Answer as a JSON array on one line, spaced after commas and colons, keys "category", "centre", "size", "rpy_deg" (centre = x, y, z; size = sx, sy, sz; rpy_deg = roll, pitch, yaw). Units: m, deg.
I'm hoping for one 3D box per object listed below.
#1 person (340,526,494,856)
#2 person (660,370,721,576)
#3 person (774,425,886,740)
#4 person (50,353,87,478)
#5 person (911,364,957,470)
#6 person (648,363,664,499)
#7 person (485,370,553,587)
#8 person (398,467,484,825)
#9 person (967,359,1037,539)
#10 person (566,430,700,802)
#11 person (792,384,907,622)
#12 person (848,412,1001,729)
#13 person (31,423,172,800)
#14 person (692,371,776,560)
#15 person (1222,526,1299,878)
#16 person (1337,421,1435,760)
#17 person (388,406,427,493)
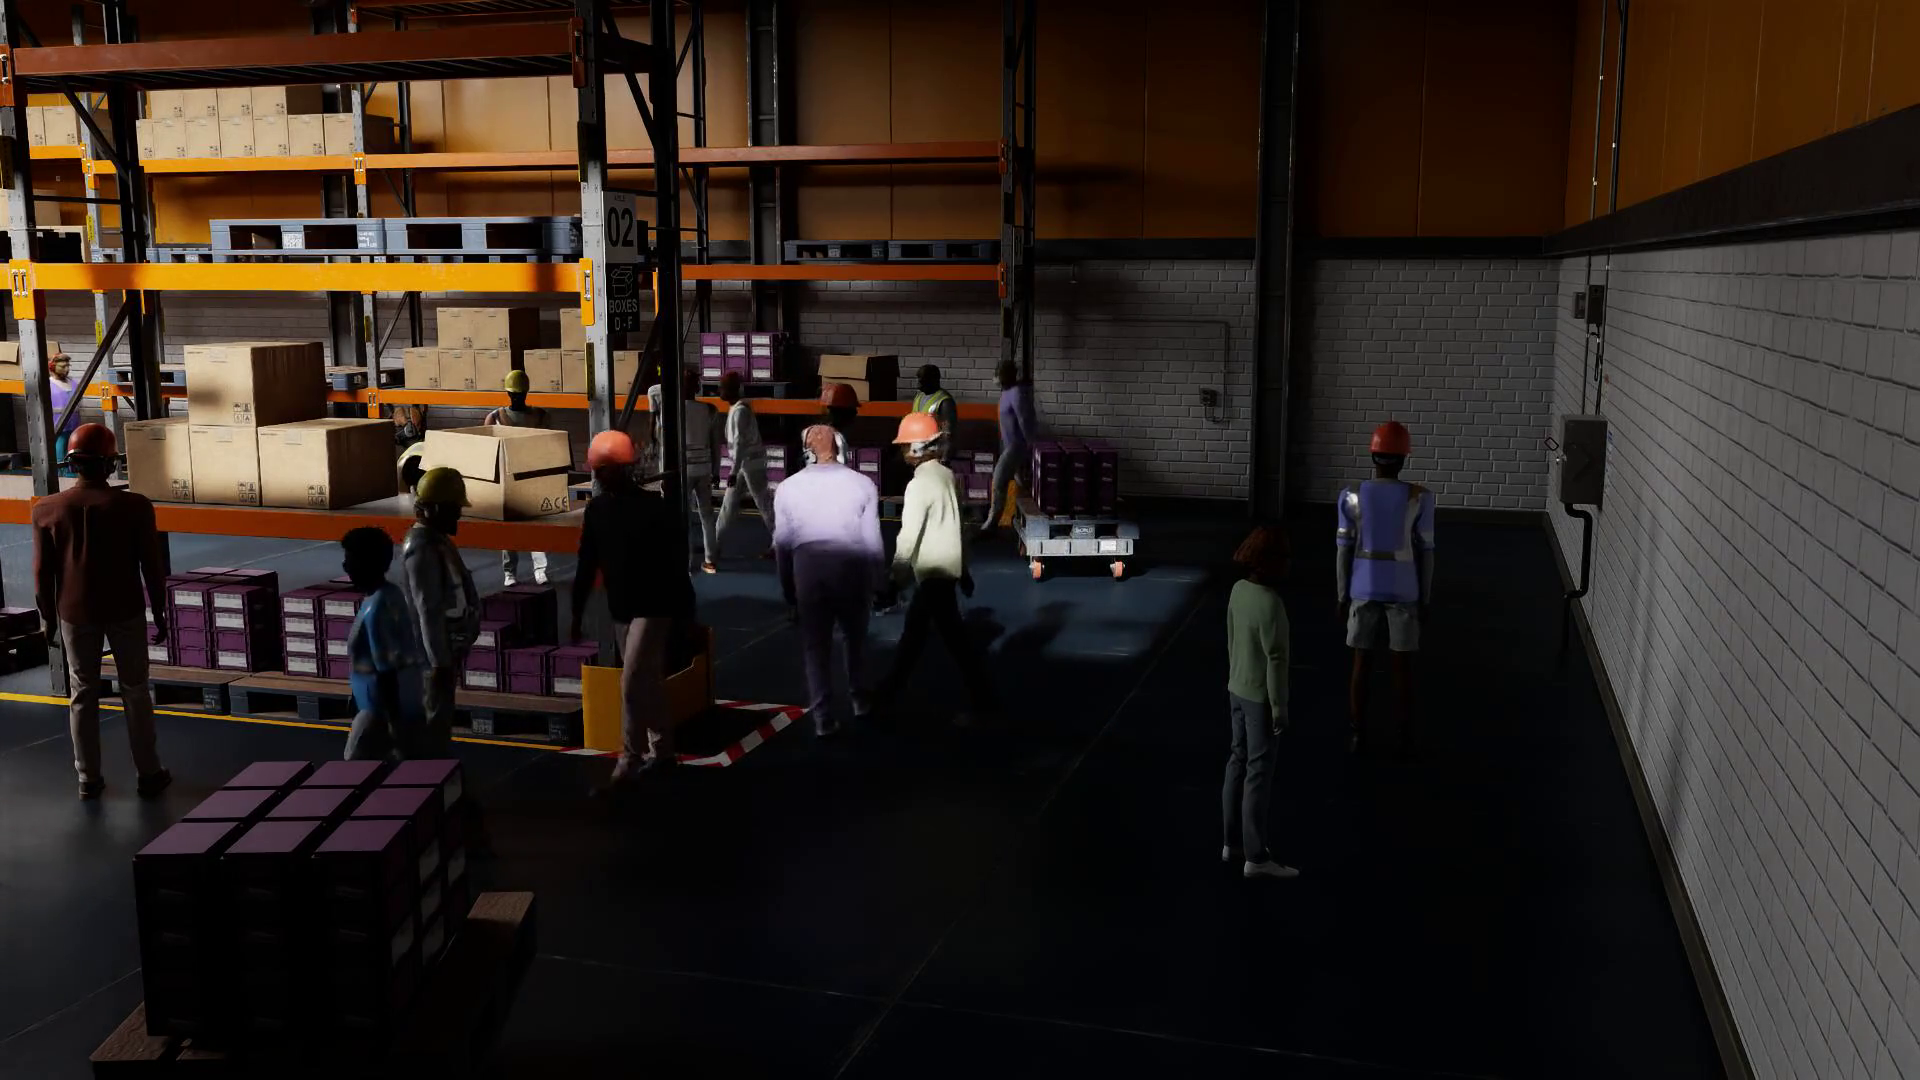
[{"category": "person", "centre": [-2.608, 0.742, 7.663], "size": [0.857, 1.647, 0.521], "rpy_deg": [-2, 9, -10]}, {"category": "person", "centre": [-2.453, -0.613, 15.187], "size": [0.581, 1.882, 0.339], "rpy_deg": [-6, 11, -32]}, {"category": "person", "centre": [-0.765, 0.226, 10.136], "size": [0.685, 1.862, 0.877], "rpy_deg": [1, 9, 4]}, {"category": "person", "centre": [-10.170, -1.204, 18.924], "size": [0.434, 1.846, 0.620], "rpy_deg": [4, 10, 20]}, {"category": "person", "centre": [-0.296, -0.848, 16.757], "size": [0.429, 1.839, 0.634], "rpy_deg": [-6, 11, -34]}, {"category": "person", "centre": [-3.132, -1.074, 18.045], "size": [0.528, 1.869, 0.312], "rpy_deg": [-5, 10, -26]}, {"category": "person", "centre": [-3.859, -0.539, 14.653], "size": [0.581, 1.919, 0.393], "rpy_deg": [-4, 10, -24]}, {"category": "person", "centre": [-2.602, 0.541, 8.348], "size": [0.404, 1.821, 0.587], "rpy_deg": [-3, 10, -16]}, {"category": "person", "centre": [0.647, -0.941, 17.252], "size": [1.061, 1.886, 0.645], "rpy_deg": [-1, 9, -7]}, {"category": "person", "centre": [-1.790, 0.397, 8.823], "size": [0.688, 1.952, 0.900], "rpy_deg": [7, 11, 36]}, {"category": "person", "centre": [-0.896, -0.275, 13.094], "size": [0.960, 1.889, 0.568], "rpy_deg": [0, 9, -1]}, {"category": "person", "centre": [-0.211, 0.190, 10.169], "size": [1.055, 1.935, 0.609], "rpy_deg": [3, 10, 16]}, {"category": "person", "centre": [-4.536, 0.377, 8.822], "size": [0.622, 1.991, 0.394], "rpy_deg": [-3, 10, -15]}, {"category": "person", "centre": [-2.098, -0.695, 15.868], "size": [0.980, 1.818, 0.590], "rpy_deg": [-3, 10, -17]}, {"category": "person", "centre": [1.388, 0.740, 7.706], "size": [0.288, 1.633, 0.497], "rpy_deg": [-2, 10, -14]}, {"category": "person", "centre": [2.427, 0.290, 9.520], "size": [0.542, 1.939, 0.369], "rpy_deg": [4, 10, 21]}, {"category": "person", "centre": [-3.873, -0.039, 11.856], "size": [0.429, 1.836, 0.625], "rpy_deg": [-2, 10, -15]}]
